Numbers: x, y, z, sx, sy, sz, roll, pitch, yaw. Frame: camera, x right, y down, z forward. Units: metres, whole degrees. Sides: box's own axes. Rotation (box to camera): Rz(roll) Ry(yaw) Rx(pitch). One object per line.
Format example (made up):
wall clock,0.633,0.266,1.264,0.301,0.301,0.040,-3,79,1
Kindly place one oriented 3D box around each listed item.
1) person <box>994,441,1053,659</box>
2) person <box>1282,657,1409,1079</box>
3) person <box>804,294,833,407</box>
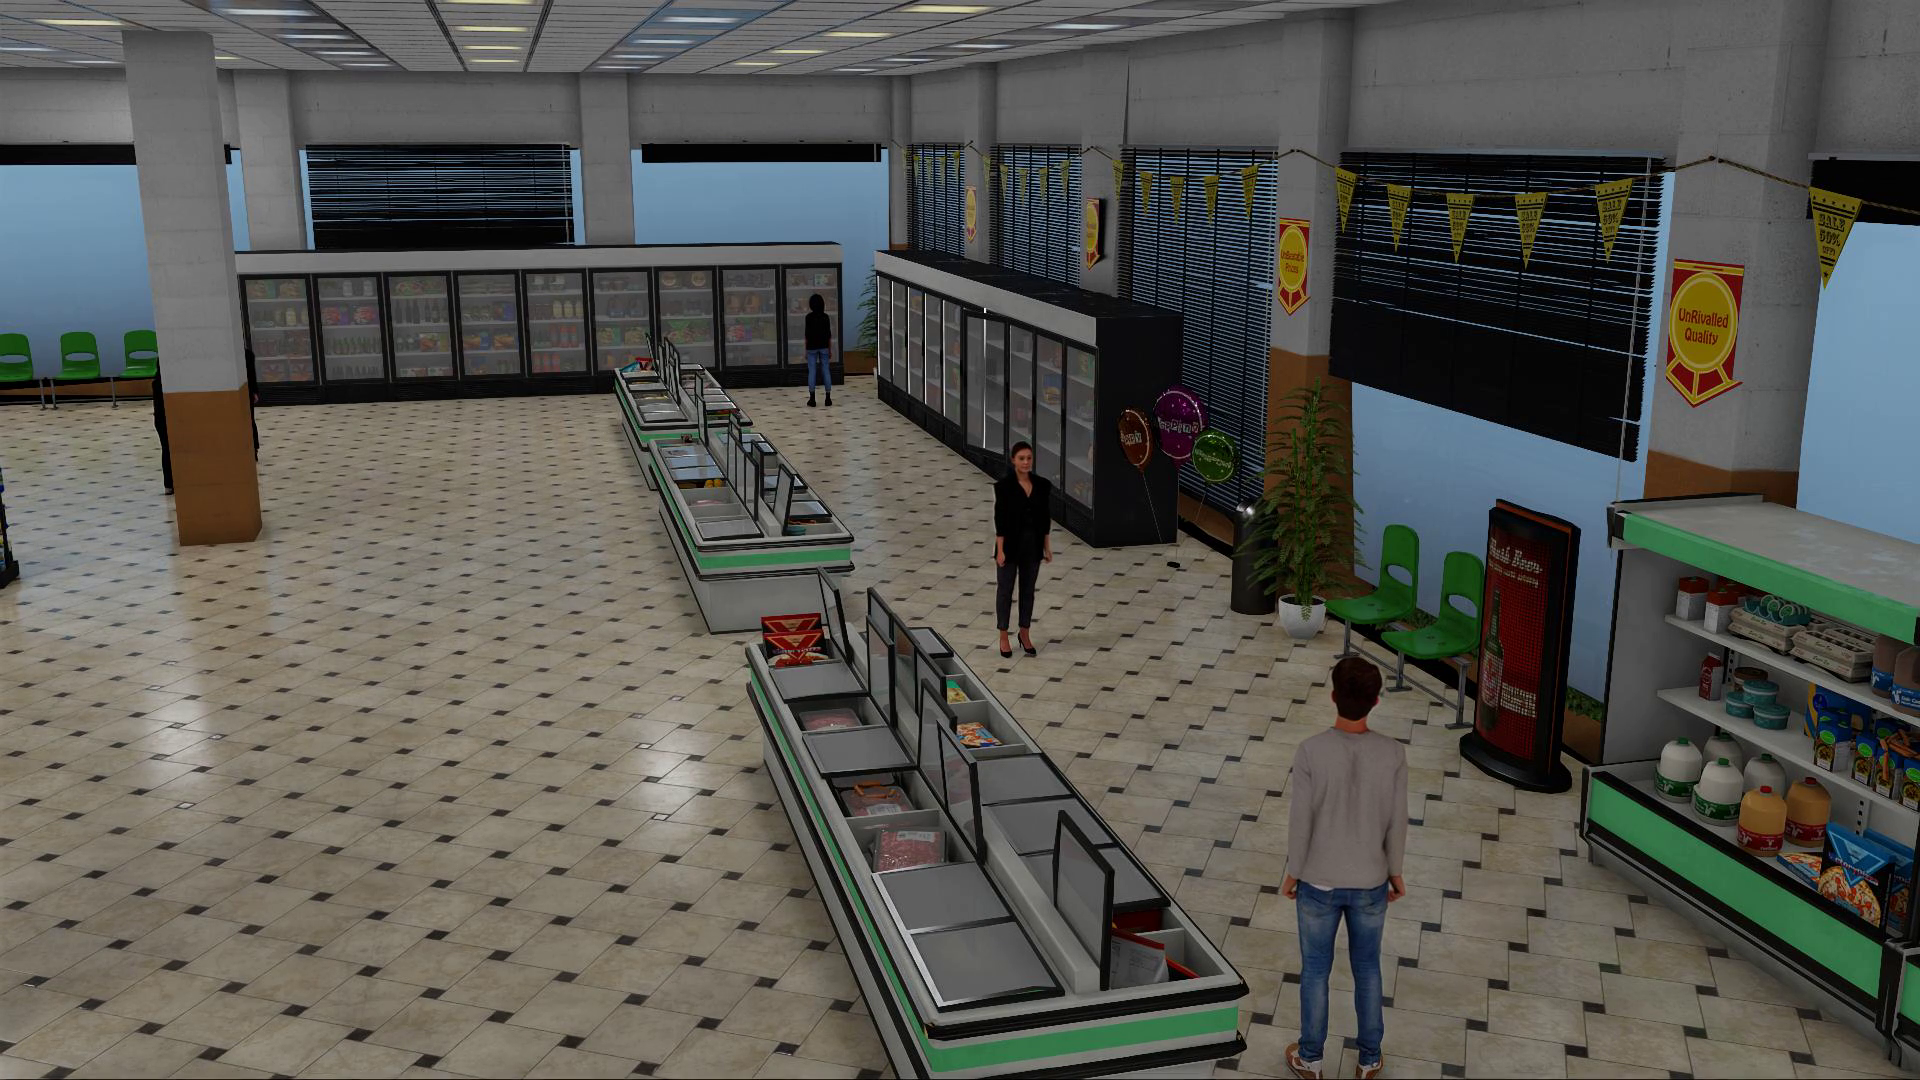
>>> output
person,0.471,0.063,13.087,0.674,1.718,0.614,-6,15,-23
person,1.635,1.425,7.078,0.735,1.902,0.679,1,14,3
person,-2.163,-2.884,25.270,0.572,1.701,0.532,-3,14,-13
